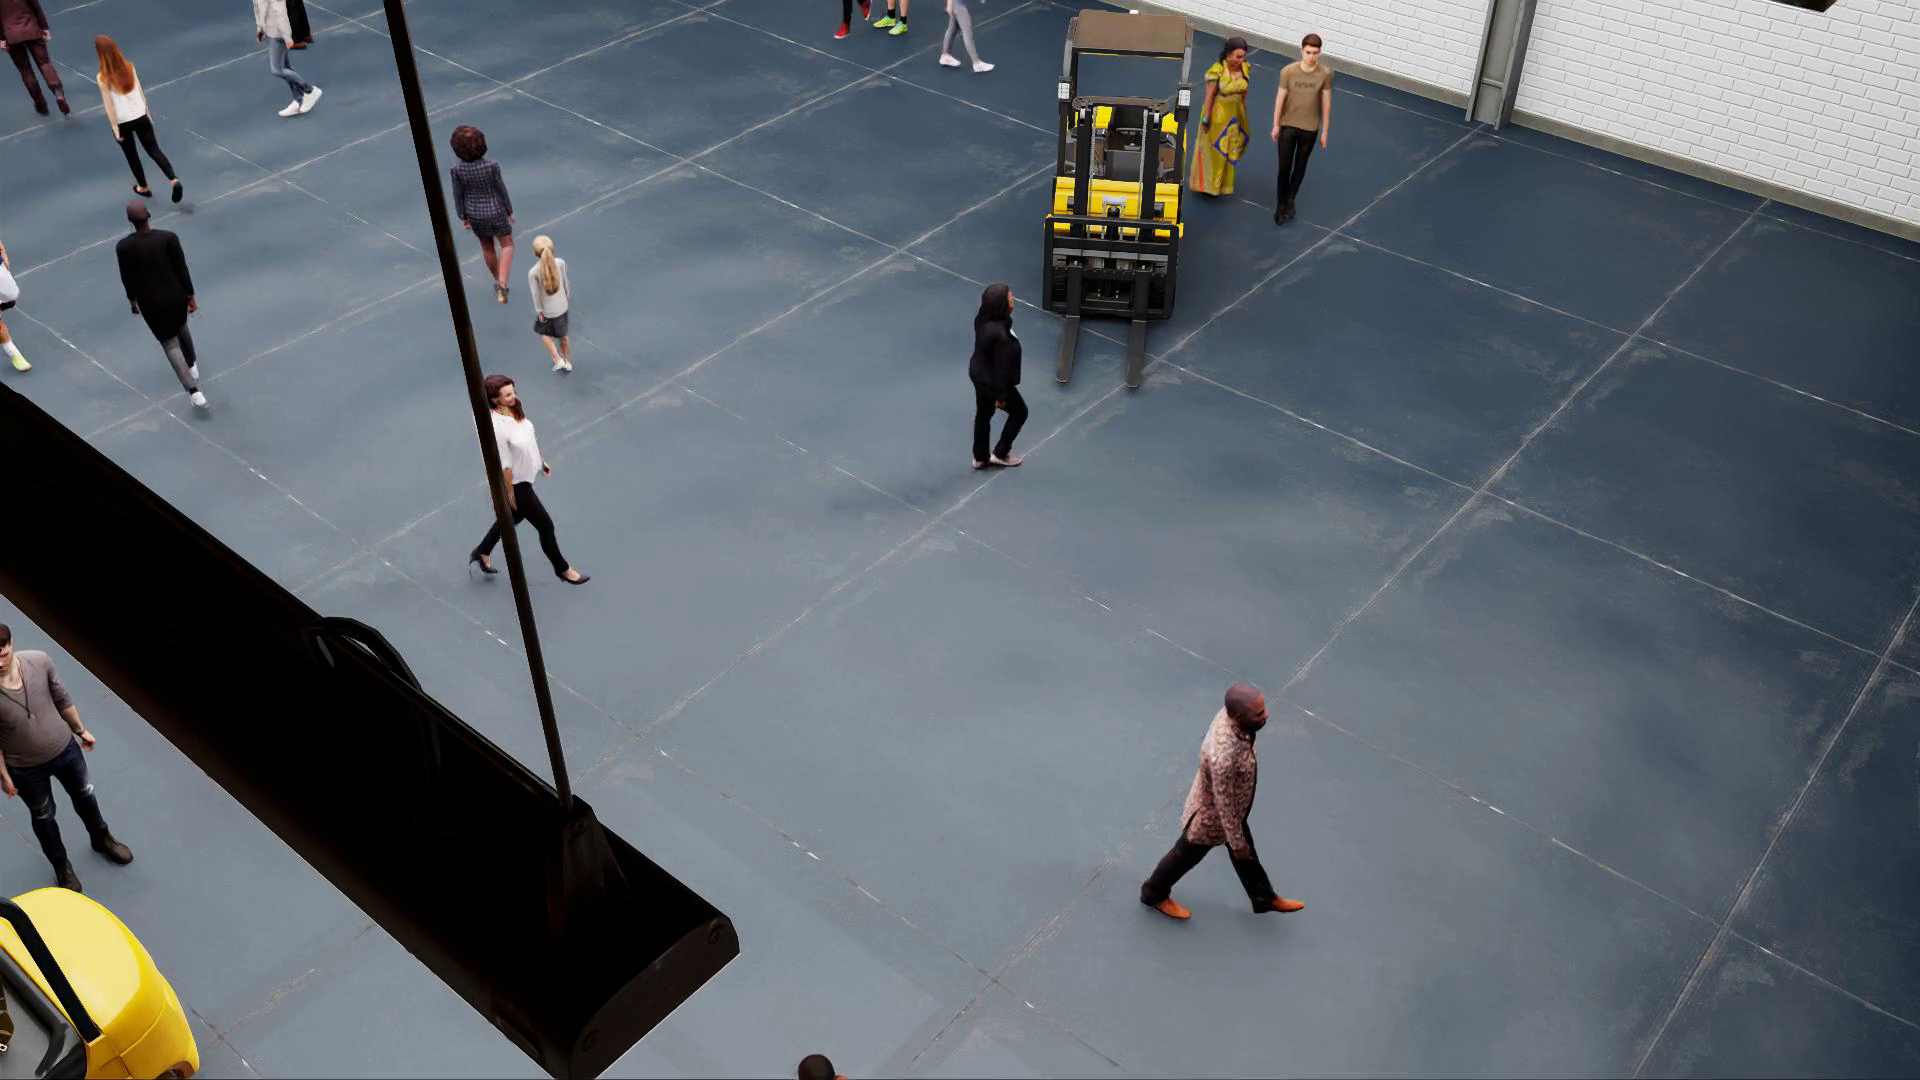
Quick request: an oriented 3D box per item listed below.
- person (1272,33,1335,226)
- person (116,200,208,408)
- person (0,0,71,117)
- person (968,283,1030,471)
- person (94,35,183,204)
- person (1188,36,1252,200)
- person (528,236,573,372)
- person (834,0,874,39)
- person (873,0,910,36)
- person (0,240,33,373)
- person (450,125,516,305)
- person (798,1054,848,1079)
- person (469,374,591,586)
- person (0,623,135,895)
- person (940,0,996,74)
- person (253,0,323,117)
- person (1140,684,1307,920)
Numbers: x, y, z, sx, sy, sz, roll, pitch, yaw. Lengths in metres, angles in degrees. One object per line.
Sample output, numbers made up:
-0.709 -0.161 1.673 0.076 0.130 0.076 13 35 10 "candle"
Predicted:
3.256 -3.999 15.975 0.862 1.843 0.924 2 39 3 "person"
-6.397 -1.864 13.396 0.809 1.726 1.200 -26 46 -29 "person"
-9.957 -5.374 17.688 0.773 1.854 0.969 -28 47 -31 "person"
0.183 -1.190 12.651 0.857 1.601 0.750 -15 41 -17 "person"
-7.996 -4.056 16.160 1.006 1.702 0.594 25 45 28 "person"
2.559 -4.197 16.386 0.895 1.640 1.002 -19 42 -22 "person"
-3.372 -1.942 13.862 0.566 1.266 0.632 -26 45 -29 "person"
-1.288 -6.799 19.639 0.863 1.646 0.638 27 46 30 "person"
-0.785 -6.962 19.645 0.773 1.892 0.577 -28 46 -31 "person"
-8.218 -2.298 13.864 1.018 1.819 0.660 26 45 29 "person"
-4.152 -2.793 14.594 0.882 1.682 0.939 -2 39 -3 "person"
-0.629 2.868 7.405 0.536 1.808 0.624 26 45 29 "person"
-3.149 -0.389 11.521 1.141 1.760 1.062 -3 39 -3 "person"
-5.221 1.195 9.425 0.566 1.901 0.692 26 46 29 "person"
-0.072 -6.093 18.809 1.011 1.578 0.790 11 40 13 "person"
-7.218 -5.440 17.782 0.824 1.840 0.736 -25 45 -28 "person"
1.323 1.478 9.182 1.233 1.762 0.922 16 41 19 "person"
